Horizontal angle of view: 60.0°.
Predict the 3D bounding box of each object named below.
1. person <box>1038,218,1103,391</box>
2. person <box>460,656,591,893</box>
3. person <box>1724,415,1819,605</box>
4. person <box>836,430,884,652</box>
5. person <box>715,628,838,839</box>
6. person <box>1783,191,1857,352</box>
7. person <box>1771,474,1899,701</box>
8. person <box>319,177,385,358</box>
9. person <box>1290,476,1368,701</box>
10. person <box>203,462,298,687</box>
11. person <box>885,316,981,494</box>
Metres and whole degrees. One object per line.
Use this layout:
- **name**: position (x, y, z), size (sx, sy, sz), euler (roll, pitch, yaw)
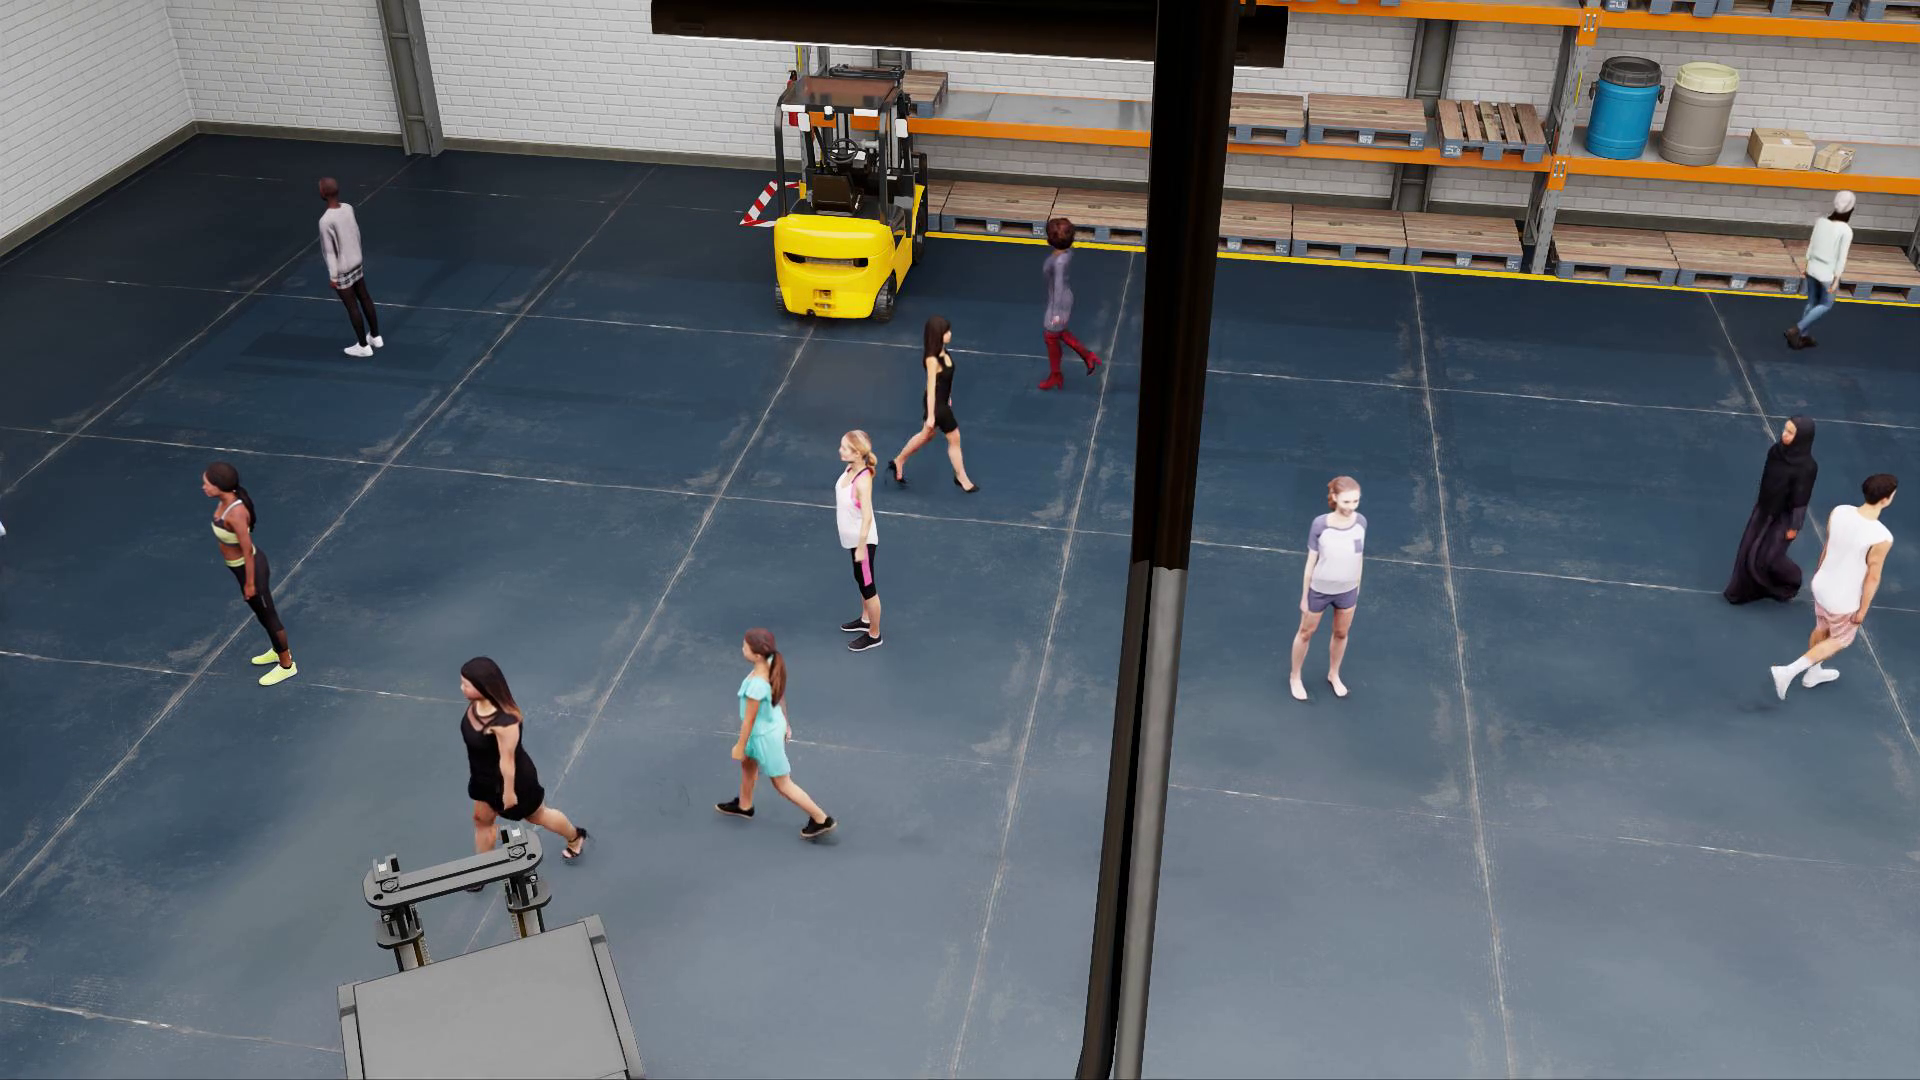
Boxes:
- **person**: position (0.987, -2.119, 15.152), size (0.801, 1.693, 0.605), euler (7, 34, 11)
- **person**: position (-2.612, 1.387, 9.889), size (1.133, 1.679, 1.053), euler (-19, 38, -26)
- **person**: position (6.149, -0.214, 12.361), size (0.909, 1.608, 0.802), euler (-7, 34, -10)
- **person**: position (-0.700, -0.010, 11.894), size (0.649, 1.787, 0.675), euler (-7, 34, -10)
- **person**: position (-1.125, 1.225, 10.268), size (1.072, 1.529, 0.604), euler (7, 34, 11)
- **person**: position (8.158, -2.526, 15.816), size (0.933, 1.635, 0.839), euler (-16, 37, -23)
- **person**: position (5.957, 0.350, 11.366), size (1.065, 1.771, 0.904), euler (-11, 35, -15)
- **person**: position (-5.819, -2.598, 15.802), size (0.553, 1.771, 0.642), euler (10, 35, 14)
- **person**: position (2.548, 0.321, 11.416), size (0.575, 1.764, 0.693), euler (-4, 34, -6)
- **person**: position (-4.938, 0.211, 11.590), size (0.684, 1.755, 0.643), euler (-16, 37, -23)
- **person**: position (-0.267, -1.093, 13.679), size (1.034, 1.614, 0.605), euler (4, 34, 5)
